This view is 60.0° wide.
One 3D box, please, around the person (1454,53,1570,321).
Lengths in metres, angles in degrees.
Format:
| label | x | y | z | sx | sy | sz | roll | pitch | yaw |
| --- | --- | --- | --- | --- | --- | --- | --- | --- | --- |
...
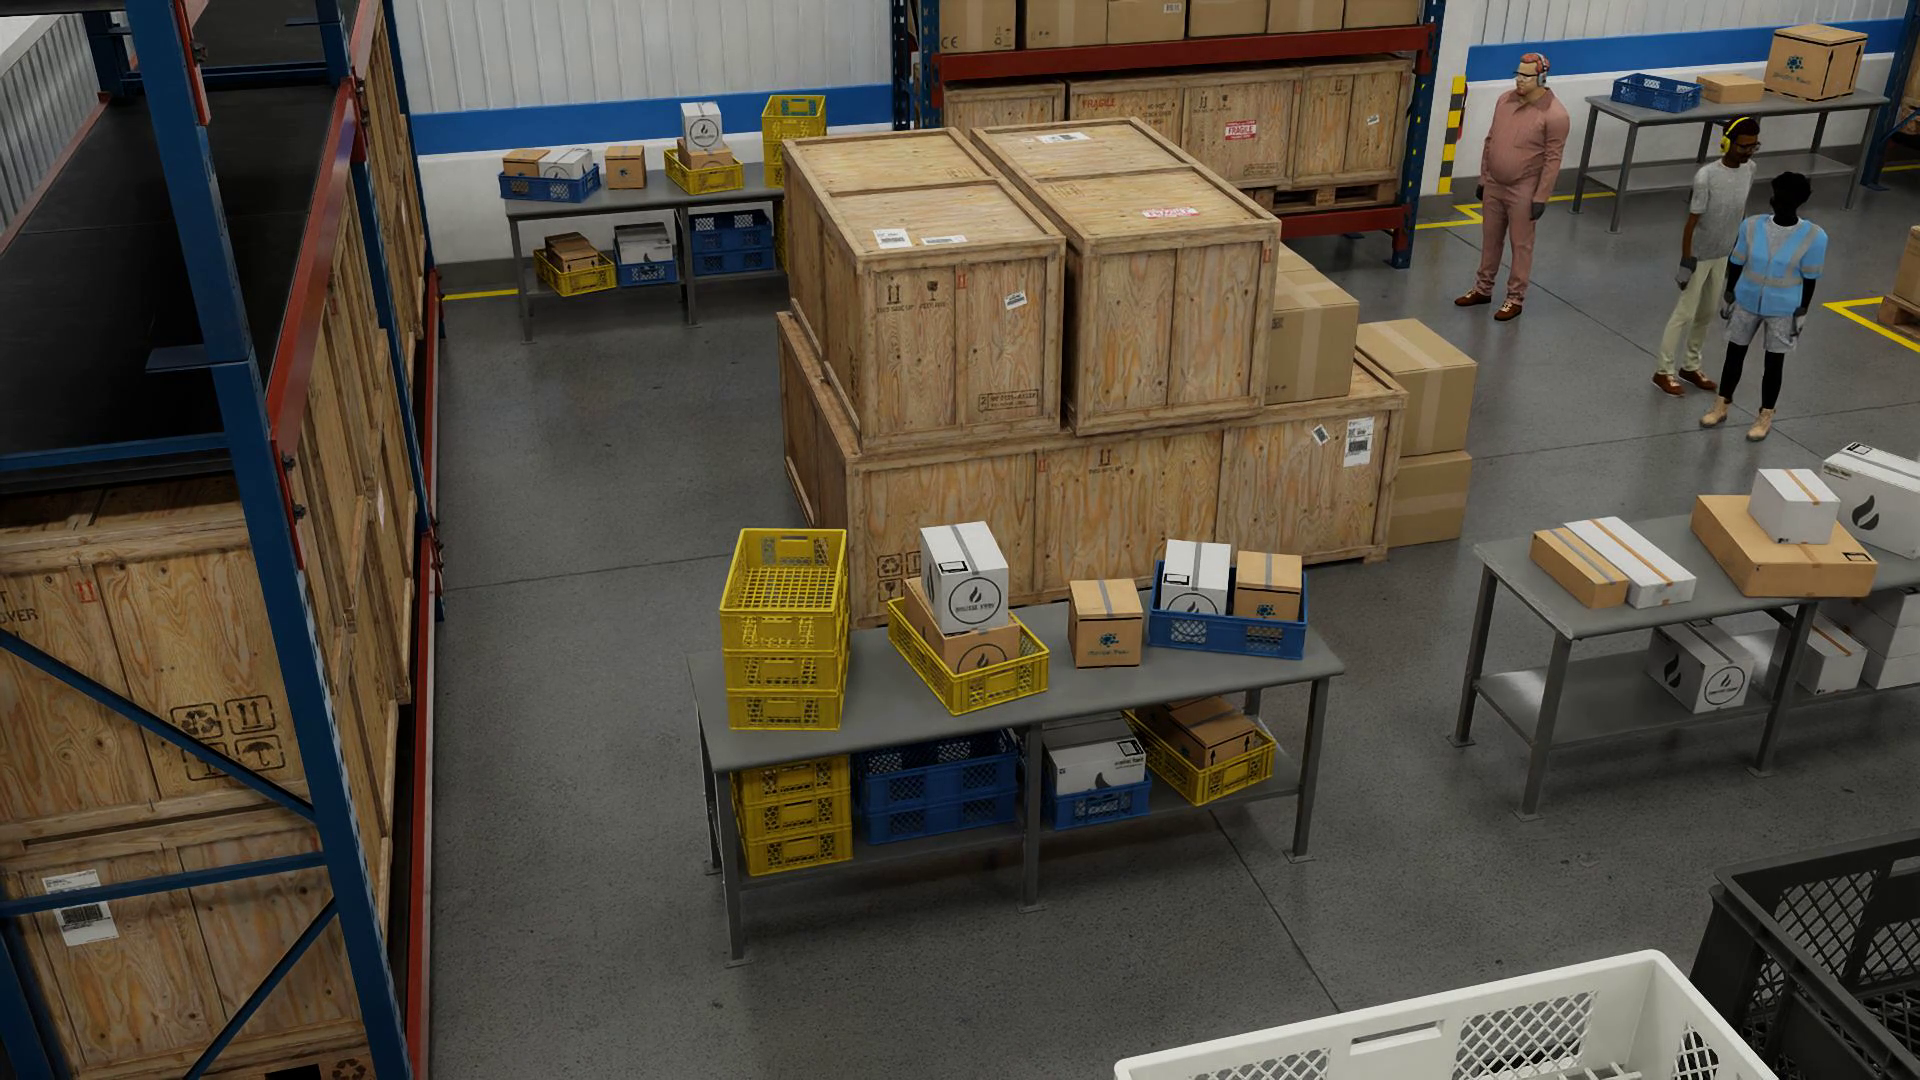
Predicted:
| label | x | y | z | sx | sy | sz | roll | pitch | yaw |
| --- | --- | --- | --- | --- | --- | --- | --- | --- | --- |
| person | 4.002 | -2.557 | 12.047 | 0.408 | 1.908 | 0.642 | -18 | 33 | -29 |

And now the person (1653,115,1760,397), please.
| label | x | y | z | sx | sy | sz | roll | pitch | yaw |
| --- | --- | --- | --- | --- | --- | --- | --- | --- | --- |
| person | 4.870 | -1.833 | 10.791 | 0.519 | 1.856 | 0.329 | -13 | 32 | -23 |

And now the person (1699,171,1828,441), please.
| label | x | y | z | sx | sy | sz | roll | pitch | yaw |
| --- | --- | --- | --- | --- | --- | --- | --- | --- | --- |
| person | 4.963 | -1.442 | 10.248 | 0.540 | 1.690 | 0.321 | 24 | 37 | 37 |
